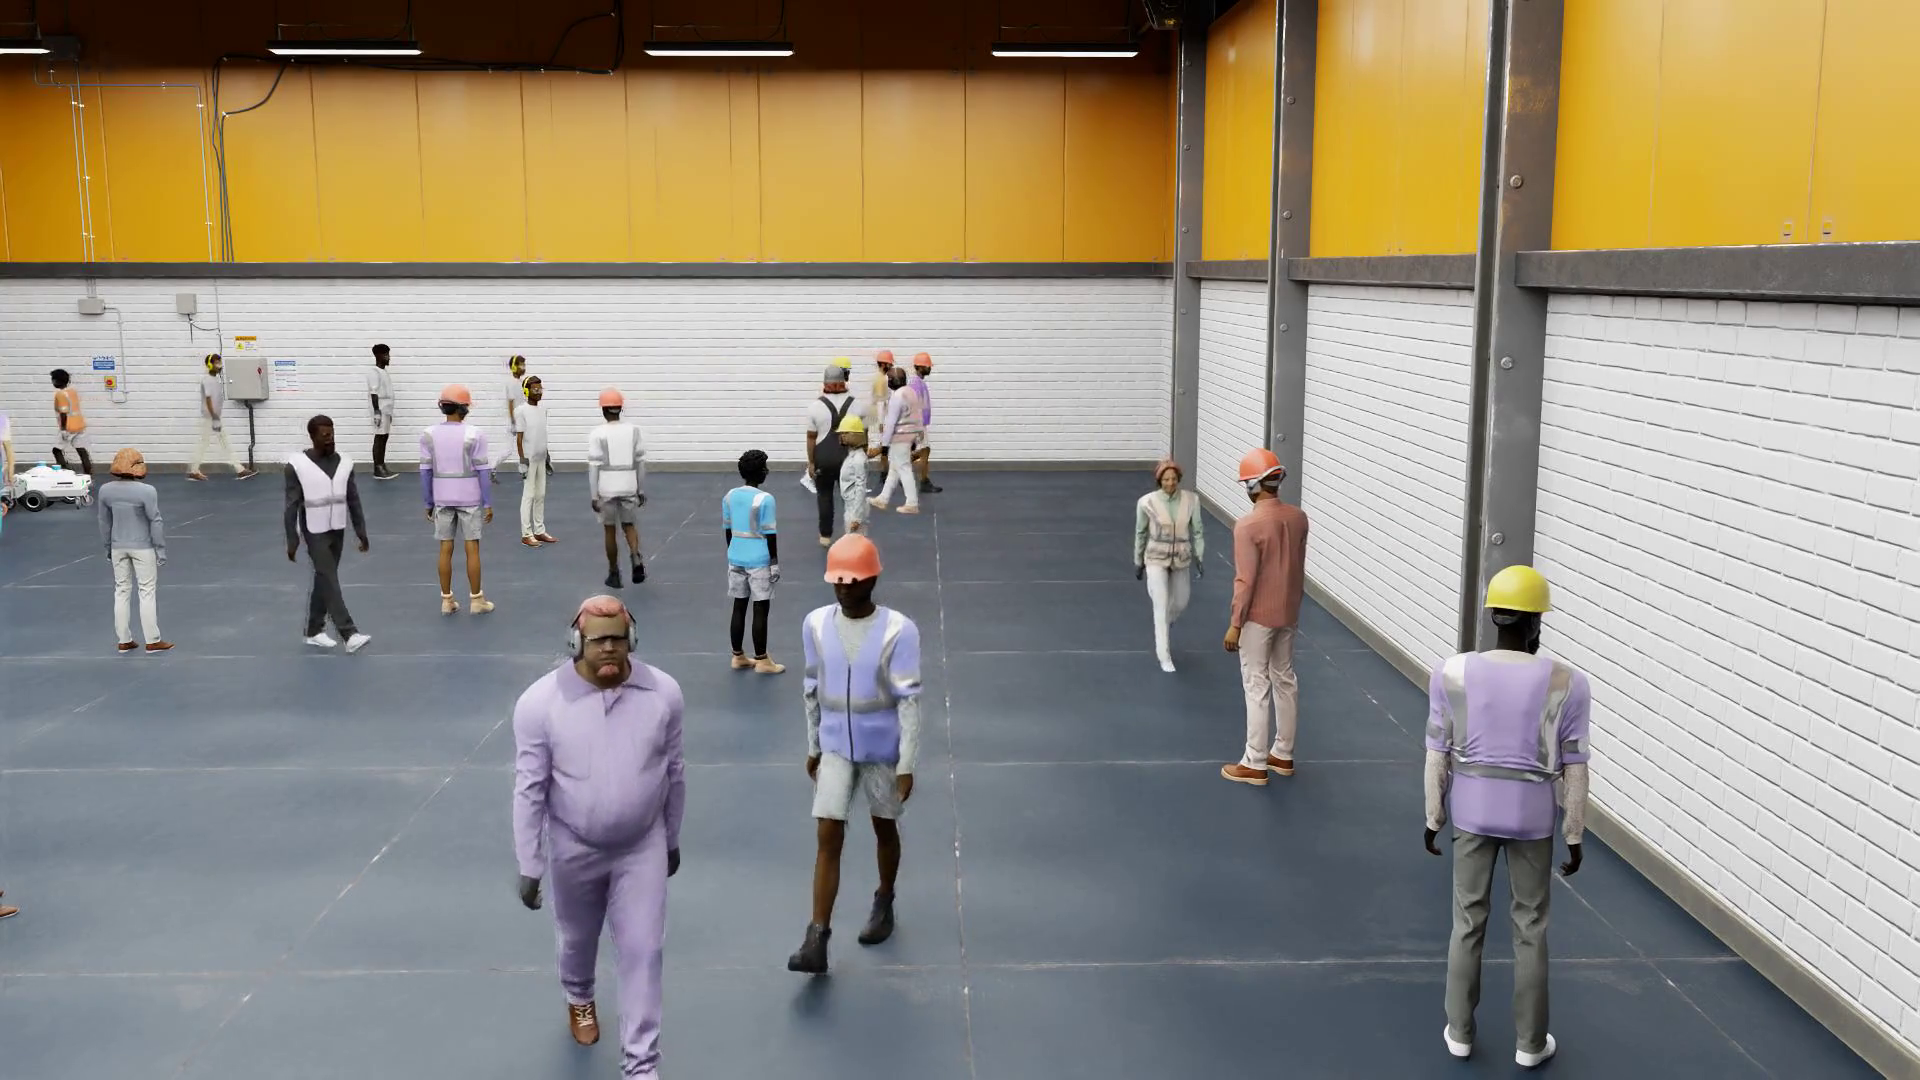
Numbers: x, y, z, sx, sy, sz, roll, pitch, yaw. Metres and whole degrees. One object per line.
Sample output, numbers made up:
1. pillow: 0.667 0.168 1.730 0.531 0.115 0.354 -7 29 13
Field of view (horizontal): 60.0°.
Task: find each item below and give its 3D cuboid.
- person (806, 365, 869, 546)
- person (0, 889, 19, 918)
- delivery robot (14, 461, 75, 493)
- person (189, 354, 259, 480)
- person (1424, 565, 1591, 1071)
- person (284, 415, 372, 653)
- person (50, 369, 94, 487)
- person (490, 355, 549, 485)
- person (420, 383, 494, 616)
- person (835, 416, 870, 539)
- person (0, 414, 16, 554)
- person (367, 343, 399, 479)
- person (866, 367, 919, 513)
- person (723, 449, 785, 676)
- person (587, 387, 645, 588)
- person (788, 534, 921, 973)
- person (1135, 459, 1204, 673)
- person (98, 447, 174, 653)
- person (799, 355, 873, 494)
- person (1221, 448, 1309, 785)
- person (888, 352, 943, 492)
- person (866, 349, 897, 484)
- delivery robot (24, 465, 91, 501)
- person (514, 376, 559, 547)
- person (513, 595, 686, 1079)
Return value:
1. person: -1.326 -0.910 18.002 0.692 2.000 0.833 -2 10 -15
2. person: -4.666 0.961 7.775 0.287 1.634 0.497 -7 12 -38
3. delivery robot: -11.801 -0.767 21.386 0.477 0.478 0.707 7 12 38
4. person: -10.634 -1.743 23.793 0.975 1.819 0.546 0 9 0
5. person: 2.073 1.050 6.341 0.593 1.922 0.376 4 10 22
6. person: -4.937 -0.043 13.168 0.937 1.876 0.619 5 11 29
7. person: -12.341 -1.528 22.960 0.655 1.671 0.616 0 9 1
8. person: -6.256 -1.669 23.304 0.849 1.838 0.521 1 9 4
9. person: -4.393 -0.352 14.574 0.611 2.042 0.394 1 9 5
10. person: -0.956 -0.230 14.775 0.323 1.745 0.511 -2 9 -12
11. person: -10.222 -0.697 17.393 0.592 1.801 0.905 -5 10 -28
12. person: -8.375 -1.869 24.108 0.362 1.963 0.613 -1 9 -4
13. person: -0.848 -1.233 20.668 0.777 1.811 0.656 3 10 16
14. person: -1.548 0.167 12.453 0.540 1.695 0.317 8 12 40
15. person: -3.237 -0.482 15.724 0.560 1.927 0.523 -6 11 -32
16. person: -0.462 0.926 7.184 0.574 1.892 0.947 3 10 16
17. person: 1.574 0.161 12.749 0.511 1.607 0.704 -2 9 -12
18. person: -6.531 0.084 13.155 0.508 1.632 0.265 1 9 8
19. person: -1.706 -1.549 22.465 0.974 1.881 0.589 -2 9 -9
20. person: 1.792 0.450 9.837 0.608 1.985 0.394 -8 12 -40
21. person: -0.598 -1.590 22.551 0.661 1.918 0.548 0 9 2
22. person: -1.170 -1.721 23.388 0.609 1.916 0.545 0 9 -2
23. delivery robot: -11.381 -0.702 20.987 0.707 0.478 0.477 -2 9 -13
24. person: -4.663 -0.870 18.284 0.328 1.872 0.514 4 10 23
25. person: -1.332 1.107 6.199 0.646 1.868 0.988 -3 10 -20
